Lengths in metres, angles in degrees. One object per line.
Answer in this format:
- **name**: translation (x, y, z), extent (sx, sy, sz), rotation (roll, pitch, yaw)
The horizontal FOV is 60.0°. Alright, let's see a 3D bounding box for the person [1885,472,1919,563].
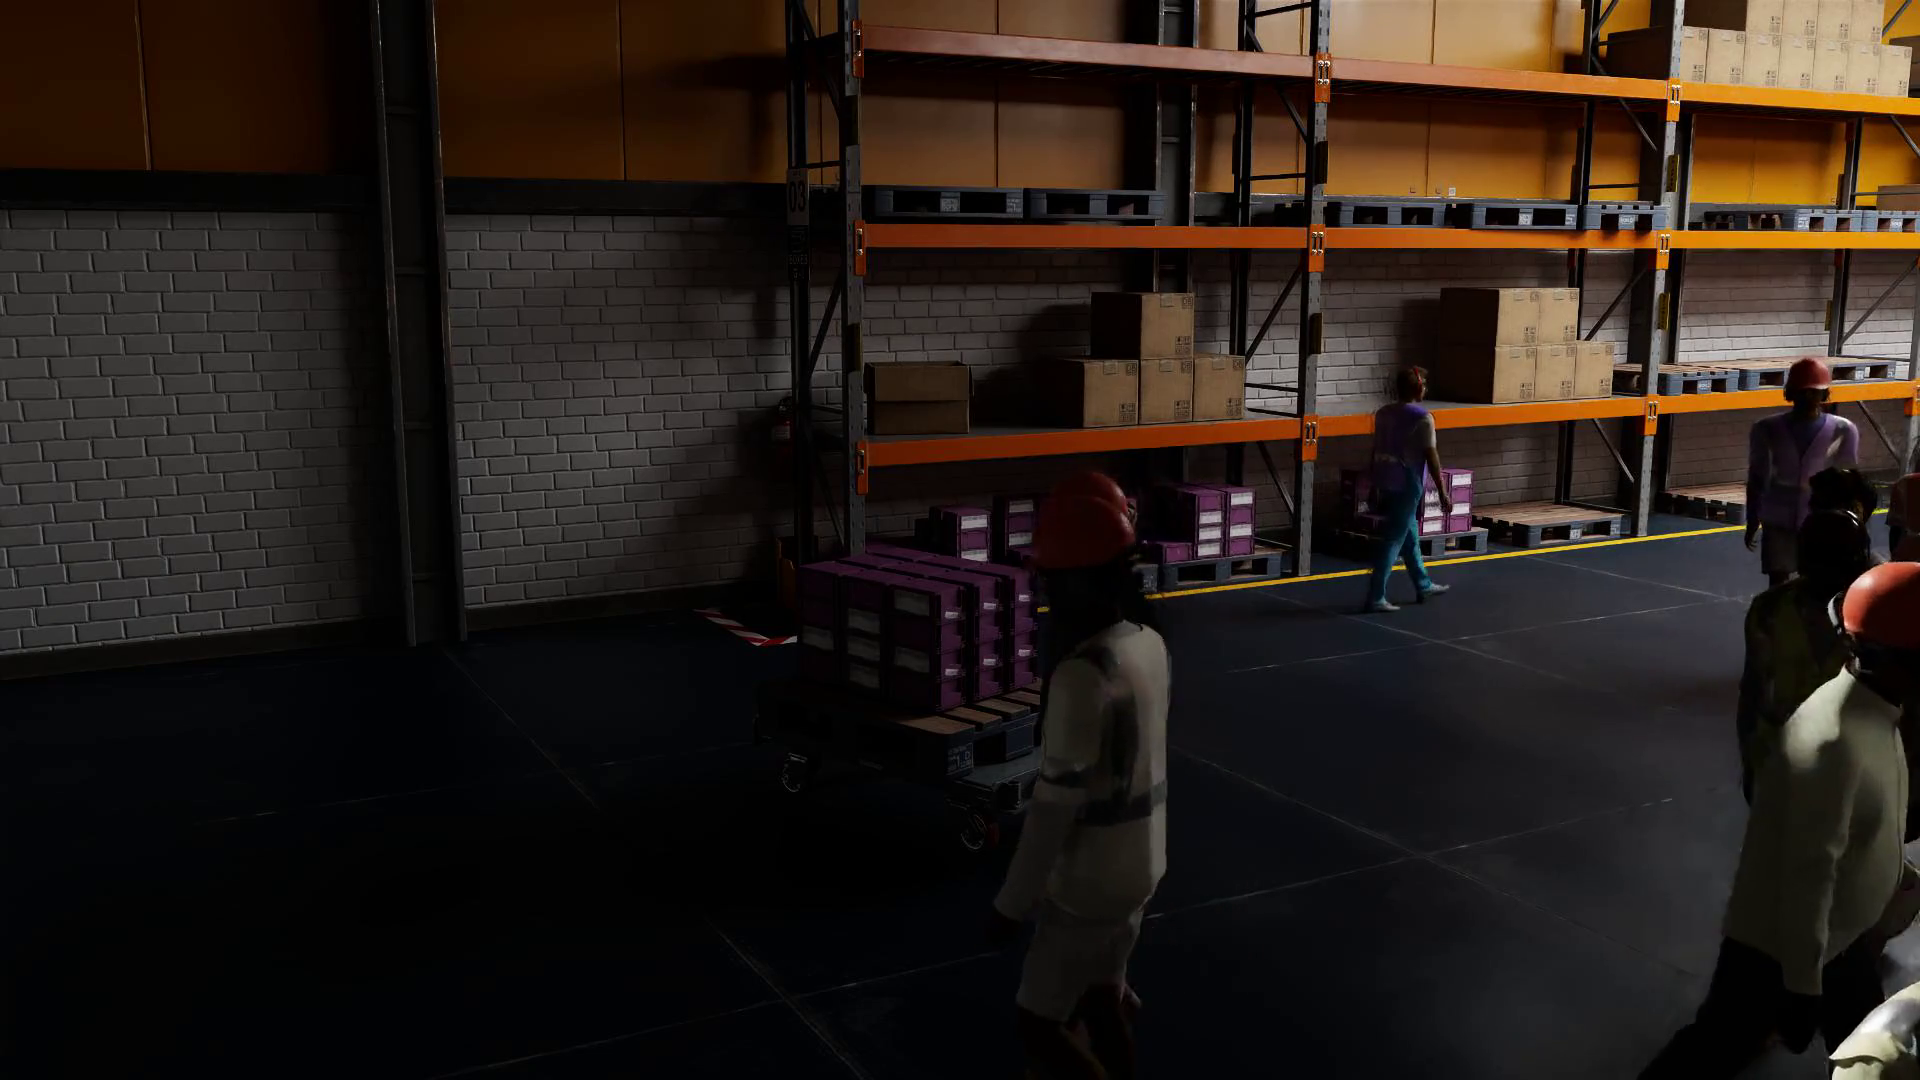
- **person**: translation (5.465, 0.187, 9.355), extent (0.320, 1.695, 0.537), rotation (-5, 11, -26)

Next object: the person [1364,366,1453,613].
- **person**: translation (3.355, -0.366, 12.229), extent (0.922, 1.805, 0.575), rotation (-3, 10, -19)

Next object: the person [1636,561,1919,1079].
- **person**: translation (2.115, 0.978, 4.176), extent (1.105, 1.921, 0.626), rotation (8, 13, 40)

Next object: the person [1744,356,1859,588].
- **person**: translation (5.238, -0.145, 10.390), extent (0.618, 2.020, 0.897), rotation (5, 11, 26)

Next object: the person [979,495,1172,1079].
- **person**: translation (0.408, 0.895, 4.402), extent (0.534, 2.020, 0.640), rotation (4, 11, 24)

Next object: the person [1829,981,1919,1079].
- **person**: translation (1.674, 1.313, 2.637), extent (0.607, 1.772, 0.837), rotation (-2, 10, -12)

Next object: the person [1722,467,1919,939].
- **person**: translation (3.335, 0.645, 6.287), extent (0.664, 1.843, 0.547), rotation (1, 10, 4)

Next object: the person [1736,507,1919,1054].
- **person**: translation (2.949, 0.779, 5.624), extent (0.631, 1.816, 0.832), rotation (9, 13, 41)

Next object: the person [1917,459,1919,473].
- **person**: translation (6.095, 0.007, 10.099), extent (0.959, 1.792, 0.502), rotation (7, 12, 35)

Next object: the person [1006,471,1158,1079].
- **person**: translation (0.399, 0.763, 5.201), extent (0.420, 1.982, 0.650), rotation (-4, 11, -21)
